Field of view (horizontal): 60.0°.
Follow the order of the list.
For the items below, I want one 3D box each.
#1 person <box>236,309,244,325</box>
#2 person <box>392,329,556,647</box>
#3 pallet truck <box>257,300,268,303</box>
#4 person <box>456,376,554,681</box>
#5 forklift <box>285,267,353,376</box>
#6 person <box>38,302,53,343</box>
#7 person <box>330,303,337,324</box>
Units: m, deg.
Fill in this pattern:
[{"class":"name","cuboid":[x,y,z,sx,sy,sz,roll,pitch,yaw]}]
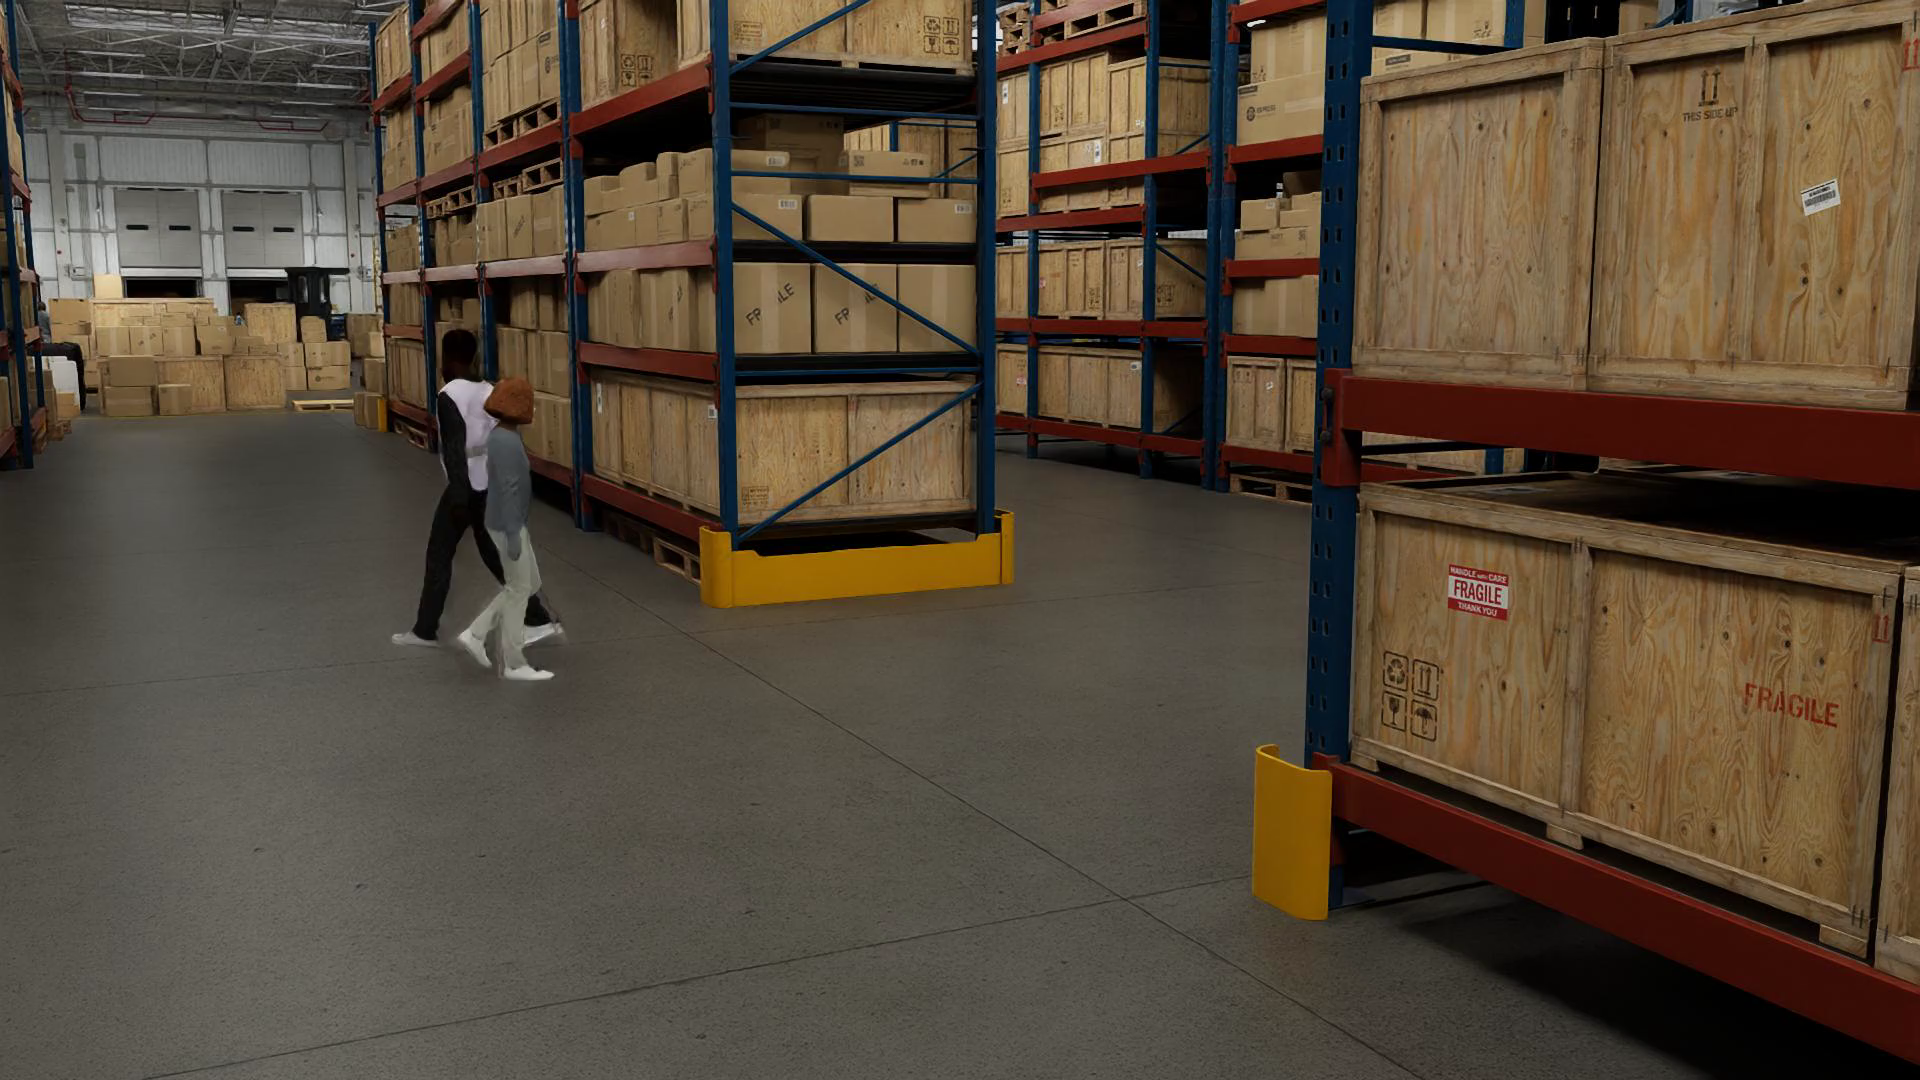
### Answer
[{"class":"person","cuboid":[-27.173,-7.896,62.795,0.309,1.639,0.514,-4,9,-25]},{"class":"person","cuboid":[-2.811,-0.291,9.629,0.959,1.861,0.640,2,8,11]},{"class":"pallet truck","cuboid":[-23.913,-7.404,58.171,1.885,1.965,0.823,-1,8,-9]},{"class":"person","cuboid":[-2.390,-0.052,8.751,0.415,1.618,0.523,-3,9,-17]},{"class":"forklift","cuboid":[-16.532,-5.490,41.948,1.129,2.768,1.873,5,10,31]},{"class":"person","cuboid":[-26.135,-5.817,47.434,0.631,1.940,0.372,1,8,4]},{"class":"person","cuboid":[-21.060,-6.980,55.527,0.627,1.912,0.691,6,10,36]}]
